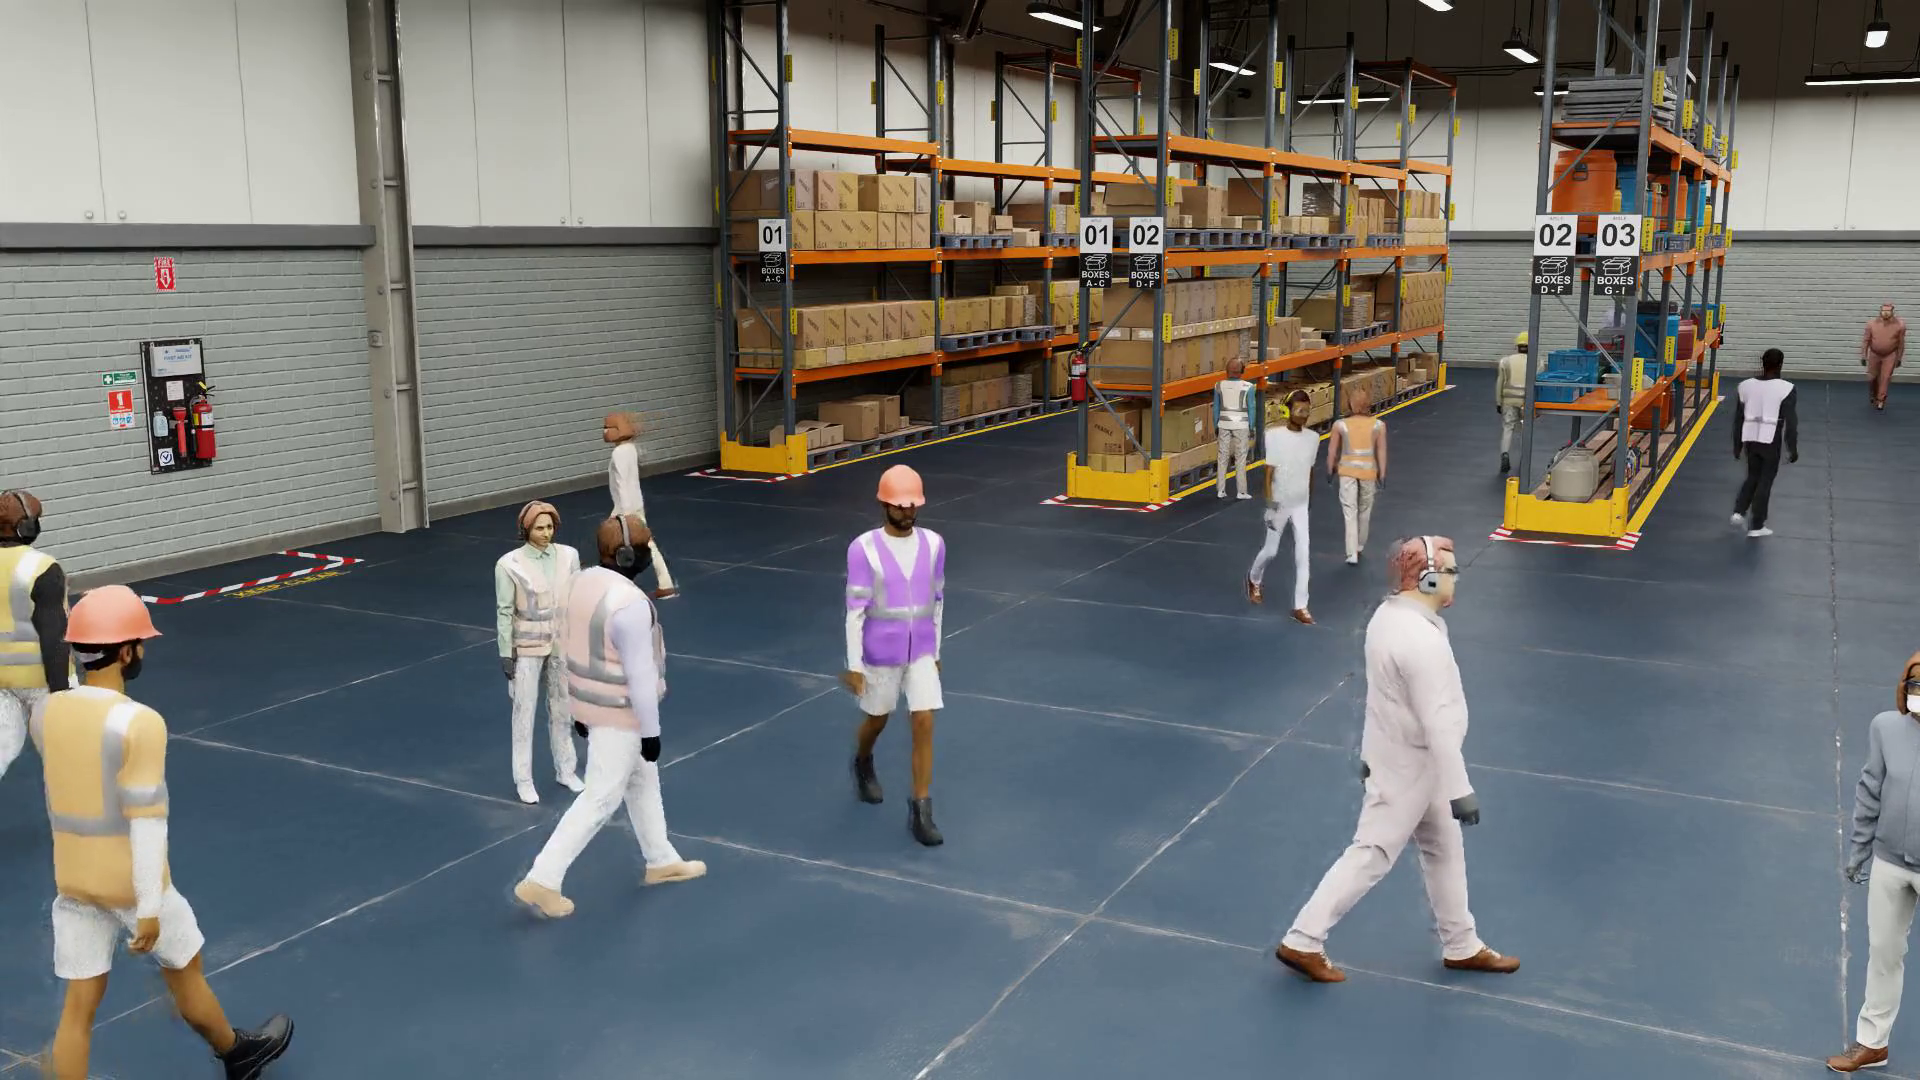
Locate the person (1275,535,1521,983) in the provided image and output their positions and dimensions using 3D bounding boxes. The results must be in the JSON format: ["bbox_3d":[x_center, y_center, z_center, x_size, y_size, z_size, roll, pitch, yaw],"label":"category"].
[{"bbox_3d":[1.775,0.899,6.706,0.997,1.862,0.645,1,10,7],"label":"person"}]

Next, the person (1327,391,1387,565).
[{"bbox_3d":[3.705,-0.596,15.558,0.524,1.591,0.861,1,10,4],"label":"person"}]

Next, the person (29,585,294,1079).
[{"bbox_3d":[-2.732,1.077,5.587,0.555,1.894,0.950,4,11,19],"label":"person"}]

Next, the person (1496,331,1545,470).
[{"bbox_3d":[7.266,-1.810,21.604,0.605,1.805,0.842,5,11,23],"label":"person"}]

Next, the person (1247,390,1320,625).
[{"bbox_3d":[2.596,-0.298,13.282,0.516,1.843,0.894,-3,11,-14],"label":"person"}]

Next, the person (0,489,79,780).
[{"bbox_3d":[-4.627,0.655,8.149,0.632,1.812,0.861,3,11,15],"label":"person"}]

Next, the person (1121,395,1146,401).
[{"bbox_3d":[2.508,-2.158,23.609,0.533,1.767,0.326,7,13,35],"label":"person"}]

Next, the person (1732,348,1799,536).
[{"bbox_3d":[8.130,-0.977,16.799,0.450,1.905,0.606,-6,12,-30],"label":"person"}]

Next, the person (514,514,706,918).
[{"bbox_3d":[-1.610,0.782,7.496,0.922,1.808,0.639,-6,12,-31],"label":"person"}]

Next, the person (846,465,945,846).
[{"bbox_3d":[-0.342,0.538,8.552,0.557,1.903,0.933,-4,11,-23],"label":"person"}]

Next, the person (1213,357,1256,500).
[{"bbox_3d":[3.151,-1.276,19.131,0.519,1.645,0.307,6,12,31],"label":"person"}]

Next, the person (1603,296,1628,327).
[{"bbox_3d":[12.568,-3.719,31.719,0.597,1.913,0.649,-8,13,-38],"label":"person"}]

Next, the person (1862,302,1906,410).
[{"bbox_3d":[16.192,-3.237,29.191,0.648,1.883,0.692,6,12,32],"label":"person"}]

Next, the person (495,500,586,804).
[{"bbox_3d":[-2.250,0.595,8.959,0.311,1.635,0.513,10,15,44],"label":"person"}]

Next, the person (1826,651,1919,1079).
[{"bbox_3d":[3.374,1.166,5.844,0.270,1.631,0.507,-6,12,-30],"label":"person"}]

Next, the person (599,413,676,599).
[{"bbox_3d":[-2.783,-0.266,13.792,0.872,1.584,0.518,1,10,5],"label":"person"}]
